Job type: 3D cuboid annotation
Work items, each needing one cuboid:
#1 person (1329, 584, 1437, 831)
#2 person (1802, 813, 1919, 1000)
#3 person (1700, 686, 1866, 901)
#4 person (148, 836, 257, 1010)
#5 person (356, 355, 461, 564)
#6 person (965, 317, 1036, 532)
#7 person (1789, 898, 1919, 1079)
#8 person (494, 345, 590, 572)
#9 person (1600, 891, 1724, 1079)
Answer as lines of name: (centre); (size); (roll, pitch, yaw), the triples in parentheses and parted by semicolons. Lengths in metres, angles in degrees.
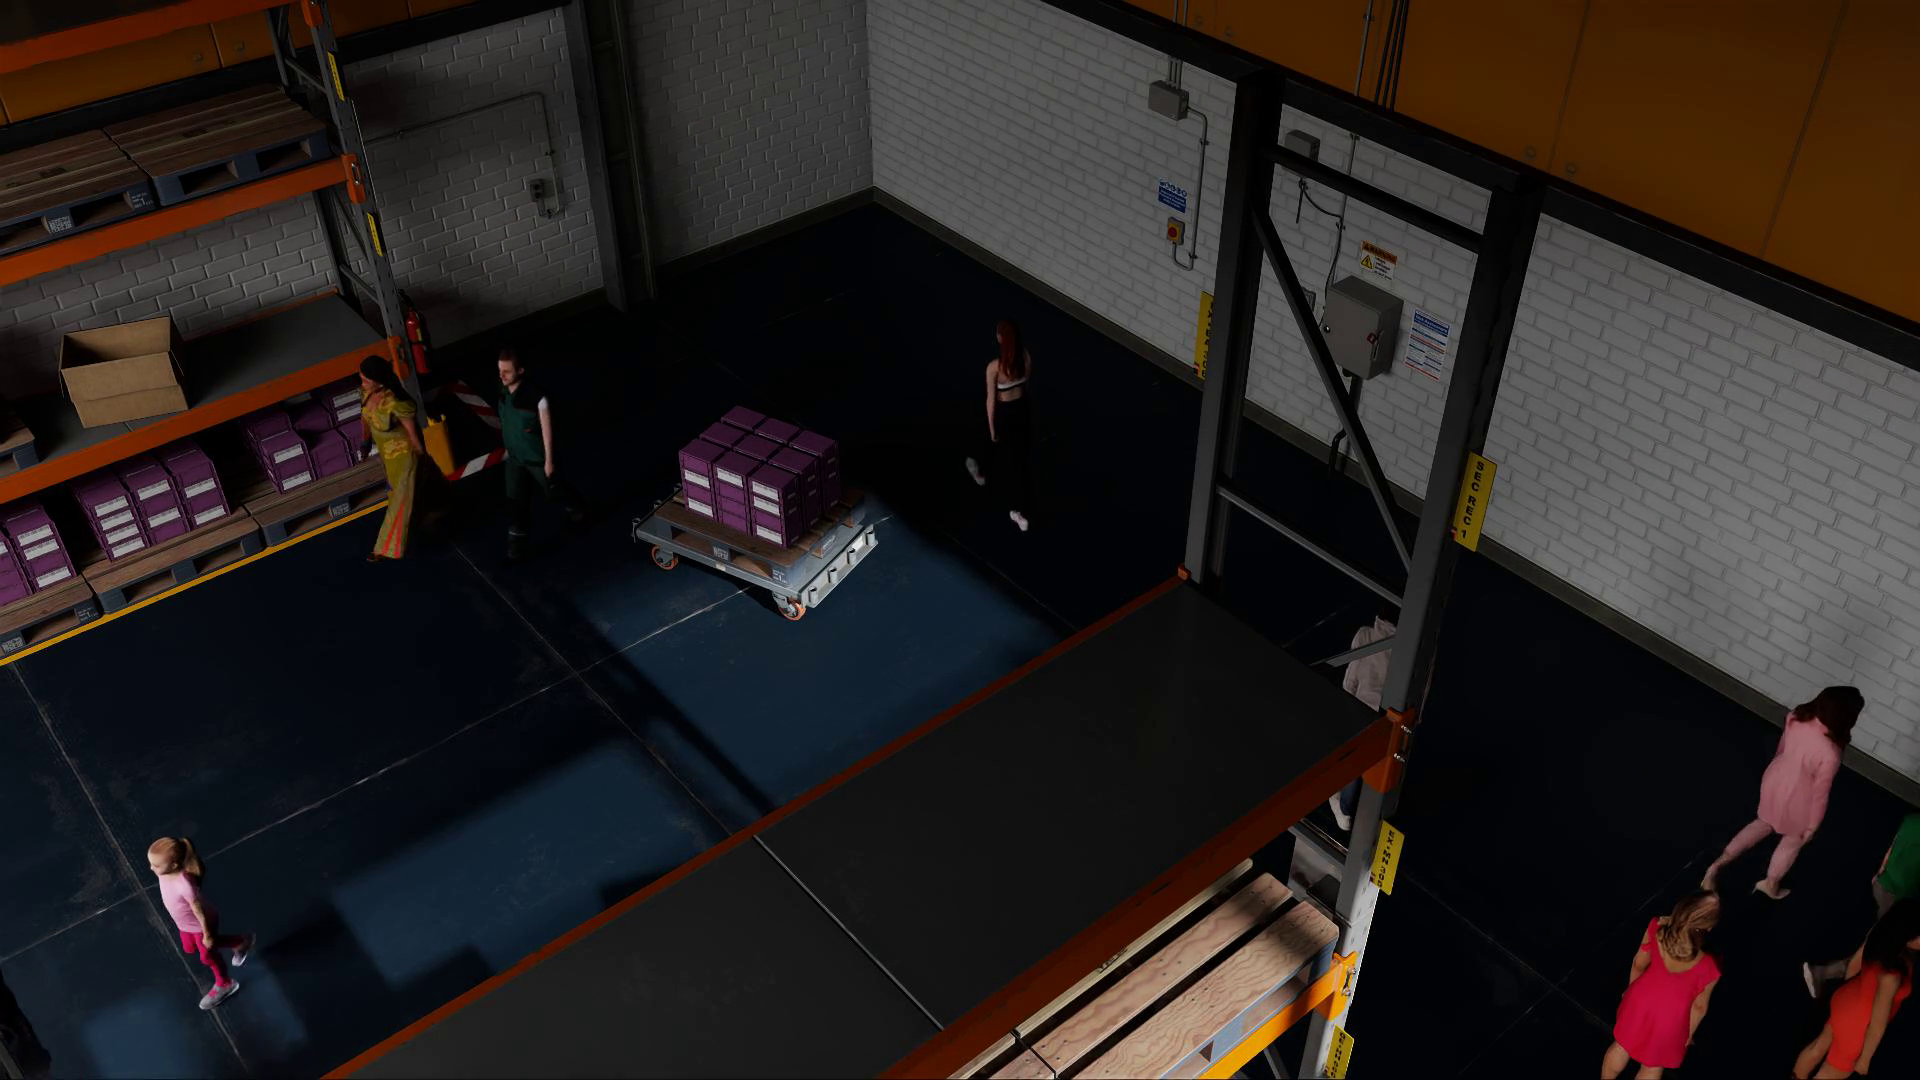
person: (2.537, 1.029, 10.056); (0.746, 1.850, 0.811); (2, 39, 3)
person: (5.056, 1.980, 9.034); (1.010, 1.638, 0.918); (-3, 39, -4)
person: (4.700, 1.494, 9.528); (1.026, 1.782, 0.870); (-12, 40, -15)
person: (-4.186, 2.068, 9.228); (0.564, 1.261, 0.713); (25, 45, 28)
person: (-4.113, -0.708, 12.426); (0.933, 1.607, 1.269); (26, 46, 29)
person: (0.426, -0.839, 12.516); (1.136, 1.699, 0.837); (-17, 42, -20)
person: (4.533, 2.422, 8.417); (0.725, 1.718, 0.630); (9, 39, 11)
person: (-3.069, -0.670, 12.227); (0.918, 1.795, 1.220); (20, 43, 23)
person: (3.546, 2.388, 8.452); (0.555, 1.728, 0.581); (-24, 44, -27)
